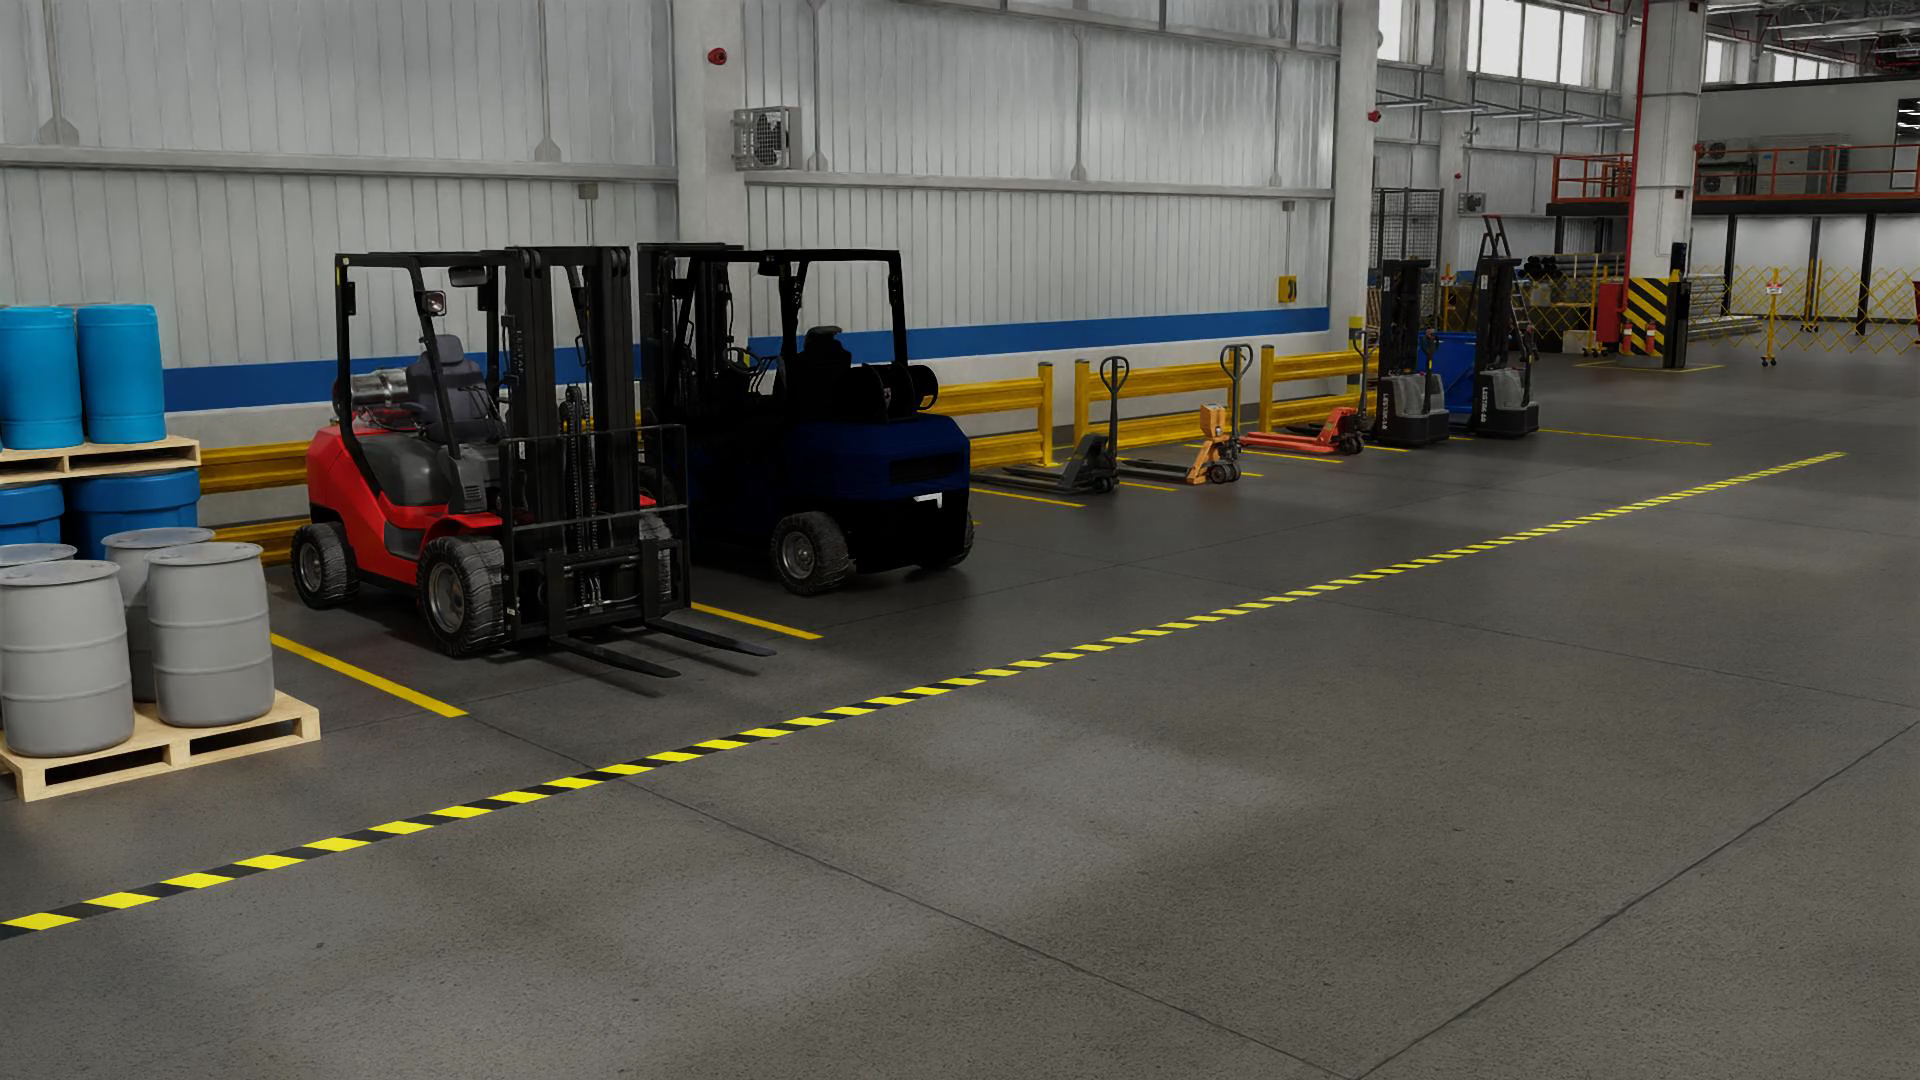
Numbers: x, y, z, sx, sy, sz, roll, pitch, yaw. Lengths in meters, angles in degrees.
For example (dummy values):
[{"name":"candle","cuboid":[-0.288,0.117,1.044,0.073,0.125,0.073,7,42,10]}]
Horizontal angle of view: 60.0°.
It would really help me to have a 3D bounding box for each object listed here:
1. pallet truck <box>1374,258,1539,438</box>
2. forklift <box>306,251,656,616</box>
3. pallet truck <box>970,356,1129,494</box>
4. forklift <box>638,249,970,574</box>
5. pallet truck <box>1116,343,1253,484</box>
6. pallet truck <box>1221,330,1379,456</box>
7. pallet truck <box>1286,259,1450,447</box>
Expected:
[{"name":"pallet truck","cuboid":[5.704,-2.208,18.901,1.885,1.965,0.823,10,14,43]},{"name":"forklift","cuboid":[-2.833,-0.669,9.694,1.157,1.987,2.680,-10,14,-44]},{"name":"pallet truck","cuboid":[0.784,-1.085,14.876,0.680,1.201,1.601,-10,14,-44]},{"name":"forklift","cuboid":[-1.173,-0.958,11.239,2.680,1.987,1.157,10,14,43]},{"name":"pallet truck","cuboid":[1.962,-1.215,15.415,1.522,1.261,0.704,10,14,43]},{"name":"pallet truck","cuboid":[3.563,-1.581,17.381,0.653,1.274,1.630,-10,14,-44]},{"name":"pallet truck","cuboid":[4.493,-2.078,18.196,0.823,1.965,1.885,-9,14,-40]}]
